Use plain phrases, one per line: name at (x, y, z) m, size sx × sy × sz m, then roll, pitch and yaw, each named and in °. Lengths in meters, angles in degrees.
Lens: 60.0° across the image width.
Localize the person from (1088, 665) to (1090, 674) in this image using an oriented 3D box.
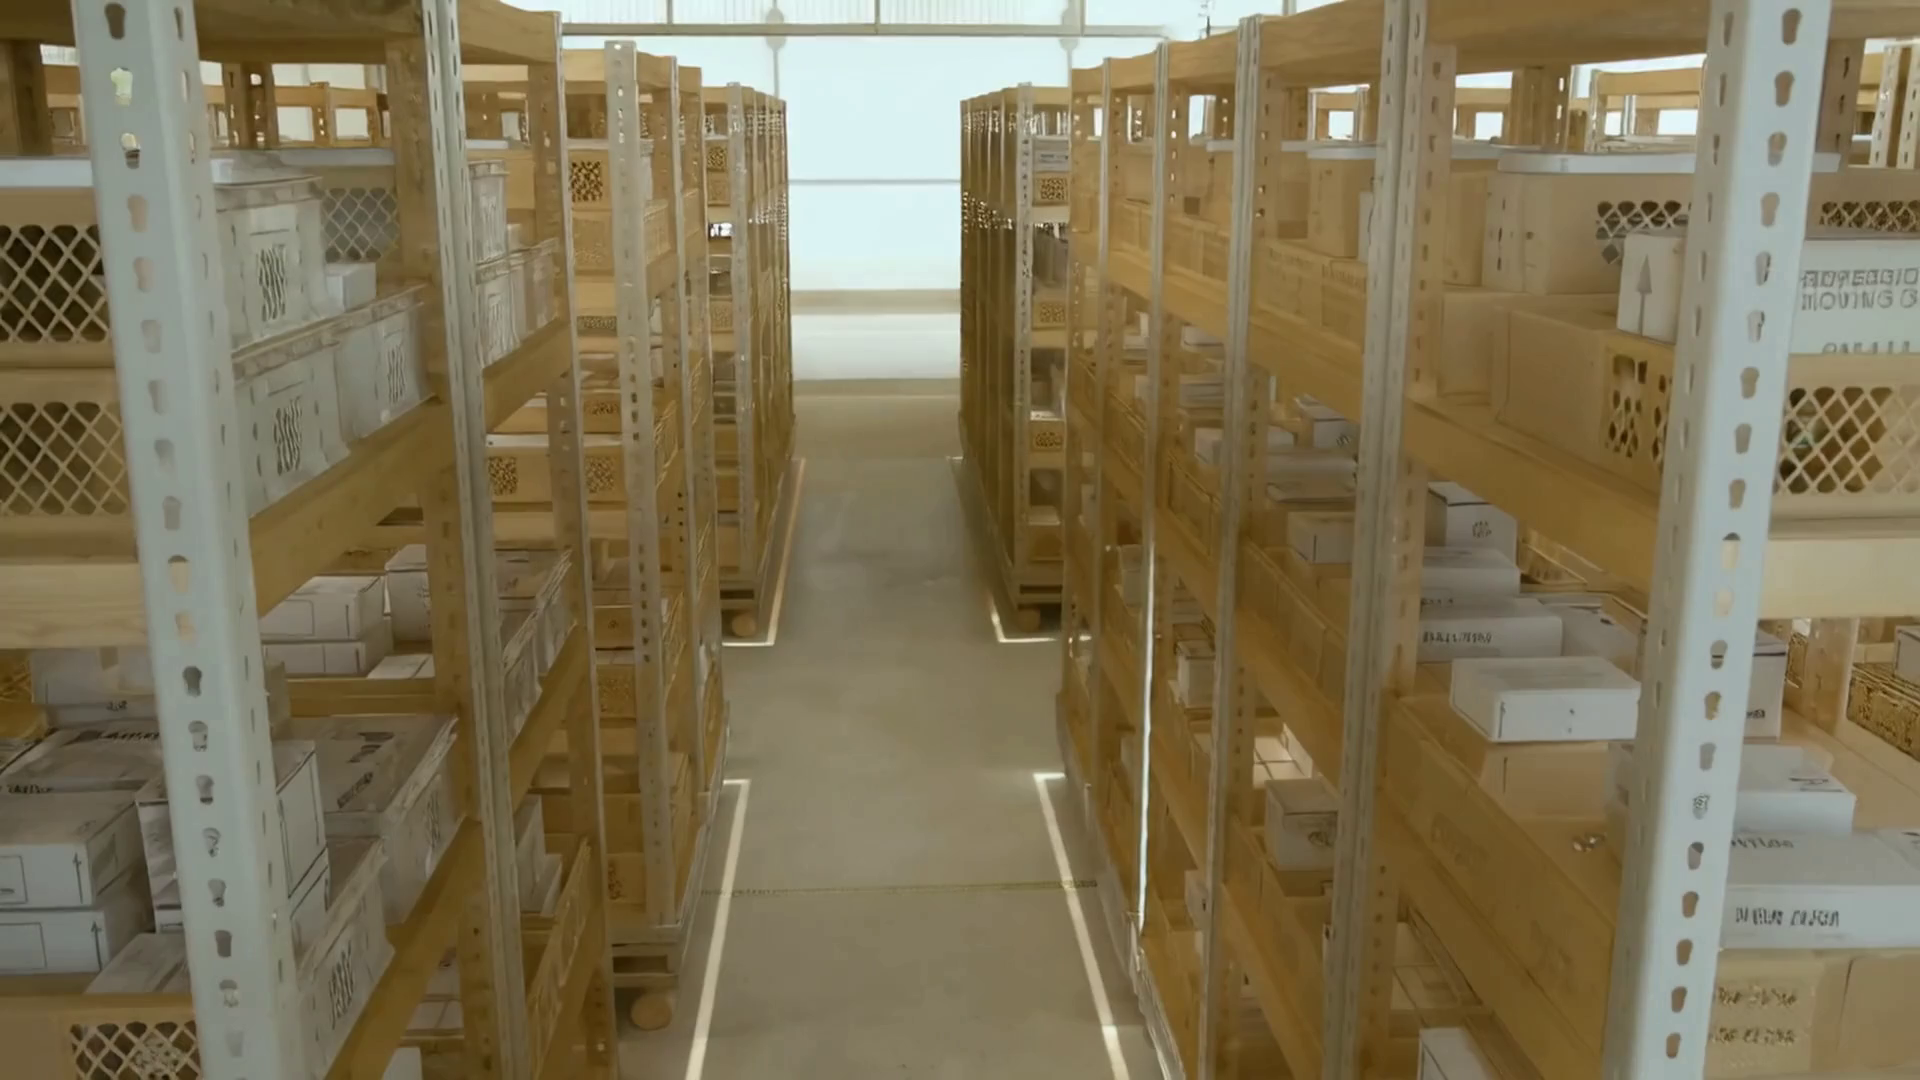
person at (1.006, -0.028, 9.784) m, size 0.486 × 1.974 × 0.619 m, roll -5°, pitch 15°, yaw -18°
